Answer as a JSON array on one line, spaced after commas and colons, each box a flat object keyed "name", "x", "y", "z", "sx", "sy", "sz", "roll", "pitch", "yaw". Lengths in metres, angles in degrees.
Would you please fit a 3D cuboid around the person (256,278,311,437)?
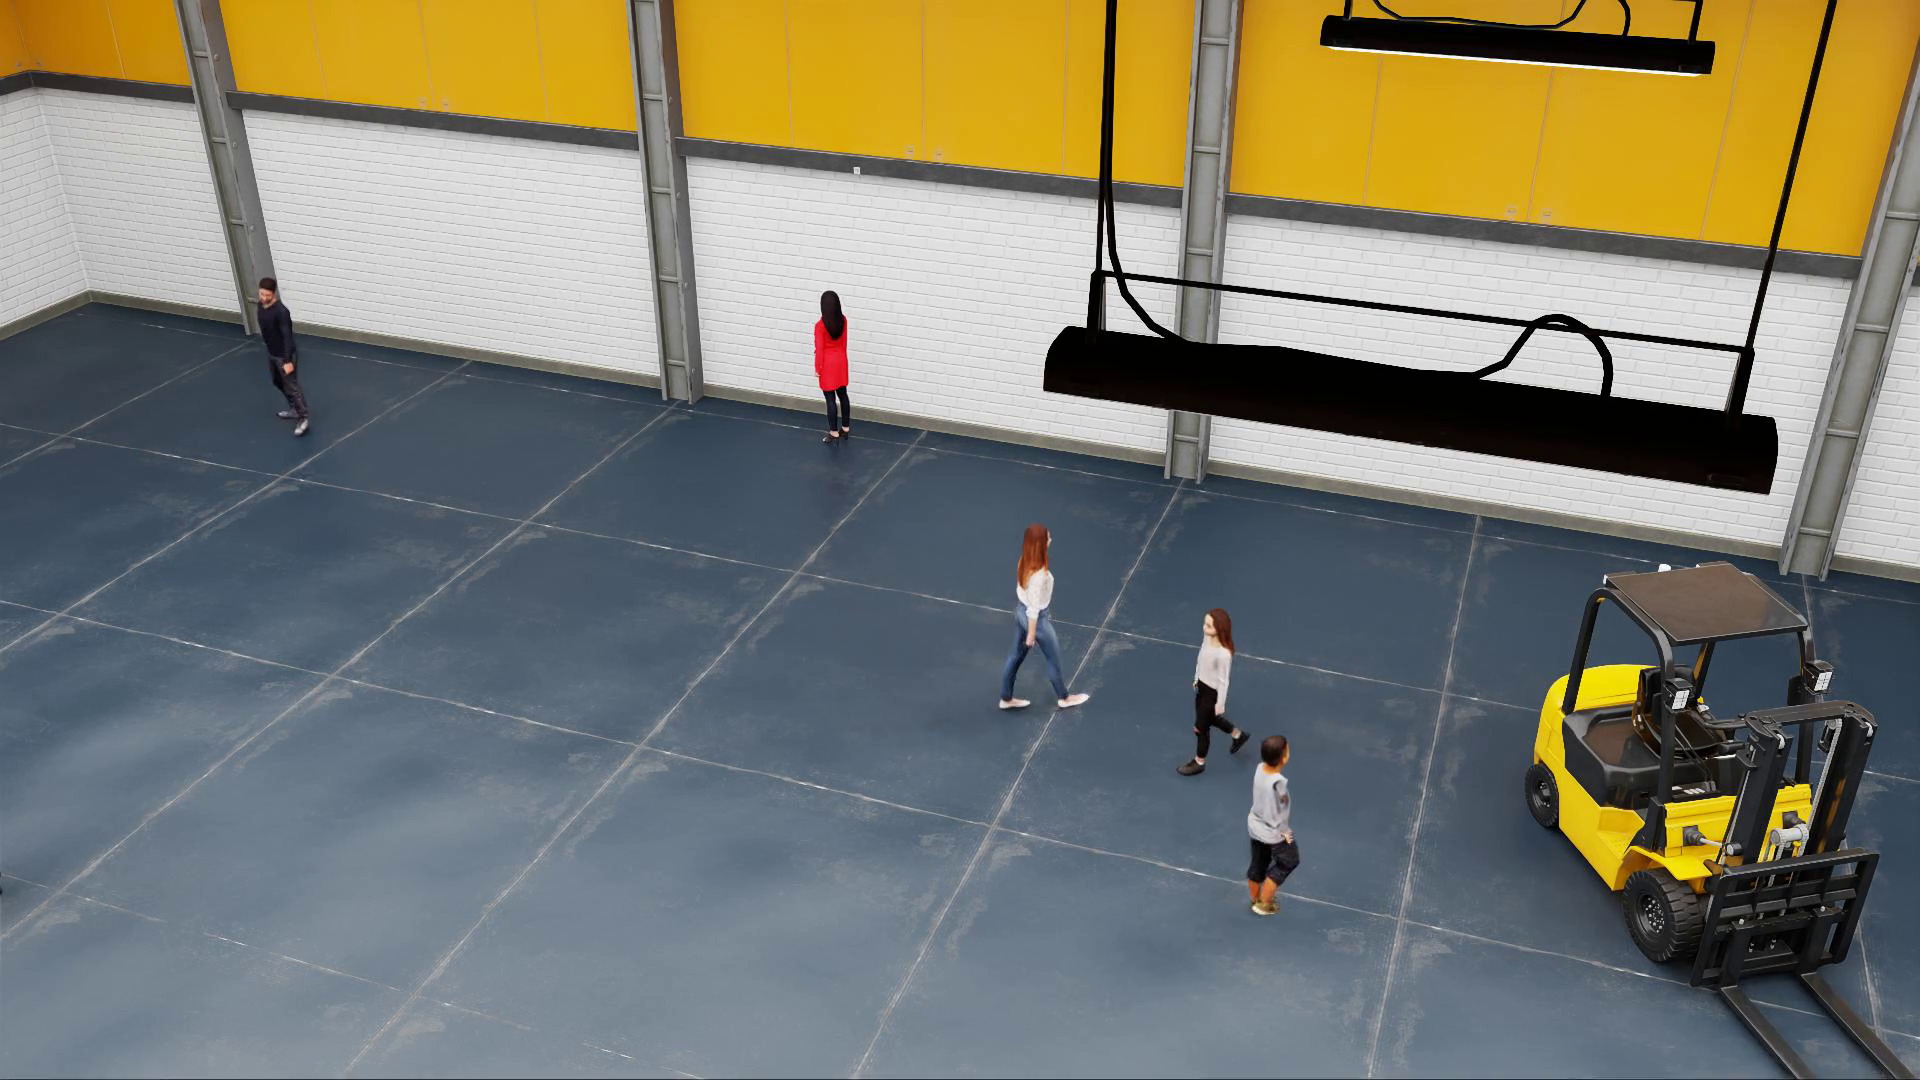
[{"name": "person", "x": -7.412, "y": -2.042, "z": 18.239, "sx": 0.993, "sy": 1.830, "sz": 0.744, "roll": -20, "pitch": 35, "yaw": -32}]

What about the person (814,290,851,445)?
[{"name": "person", "x": -1.373, "y": -1.871, "z": 18.012, "sx": 0.741, "sy": 1.747, "sz": 0.713, "roll": 25, "pitch": 37, "yaw": 37}]

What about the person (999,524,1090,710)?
[{"name": "person", "x": 0.499, "y": 0.658, "z": 13.424, "sx": 1.049, "sy": 1.700, "sz": 0.924, "roll": -9, "pitch": 30, "yaw": -15}]

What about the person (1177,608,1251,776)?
[{"name": "person", "x": 1.987, "y": 1.145, "z": 12.772, "sx": 0.932, "sy": 1.470, "sz": 0.817, "roll": -8, "pitch": 30, "yaw": -14}]

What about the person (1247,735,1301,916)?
[{"name": "person", "x": 2.075, "y": 1.935, "z": 11.345, "sx": 0.761, "sy": 1.451, "sz": 0.669, "roll": -19, "pitch": 34, "yaw": -30}]
